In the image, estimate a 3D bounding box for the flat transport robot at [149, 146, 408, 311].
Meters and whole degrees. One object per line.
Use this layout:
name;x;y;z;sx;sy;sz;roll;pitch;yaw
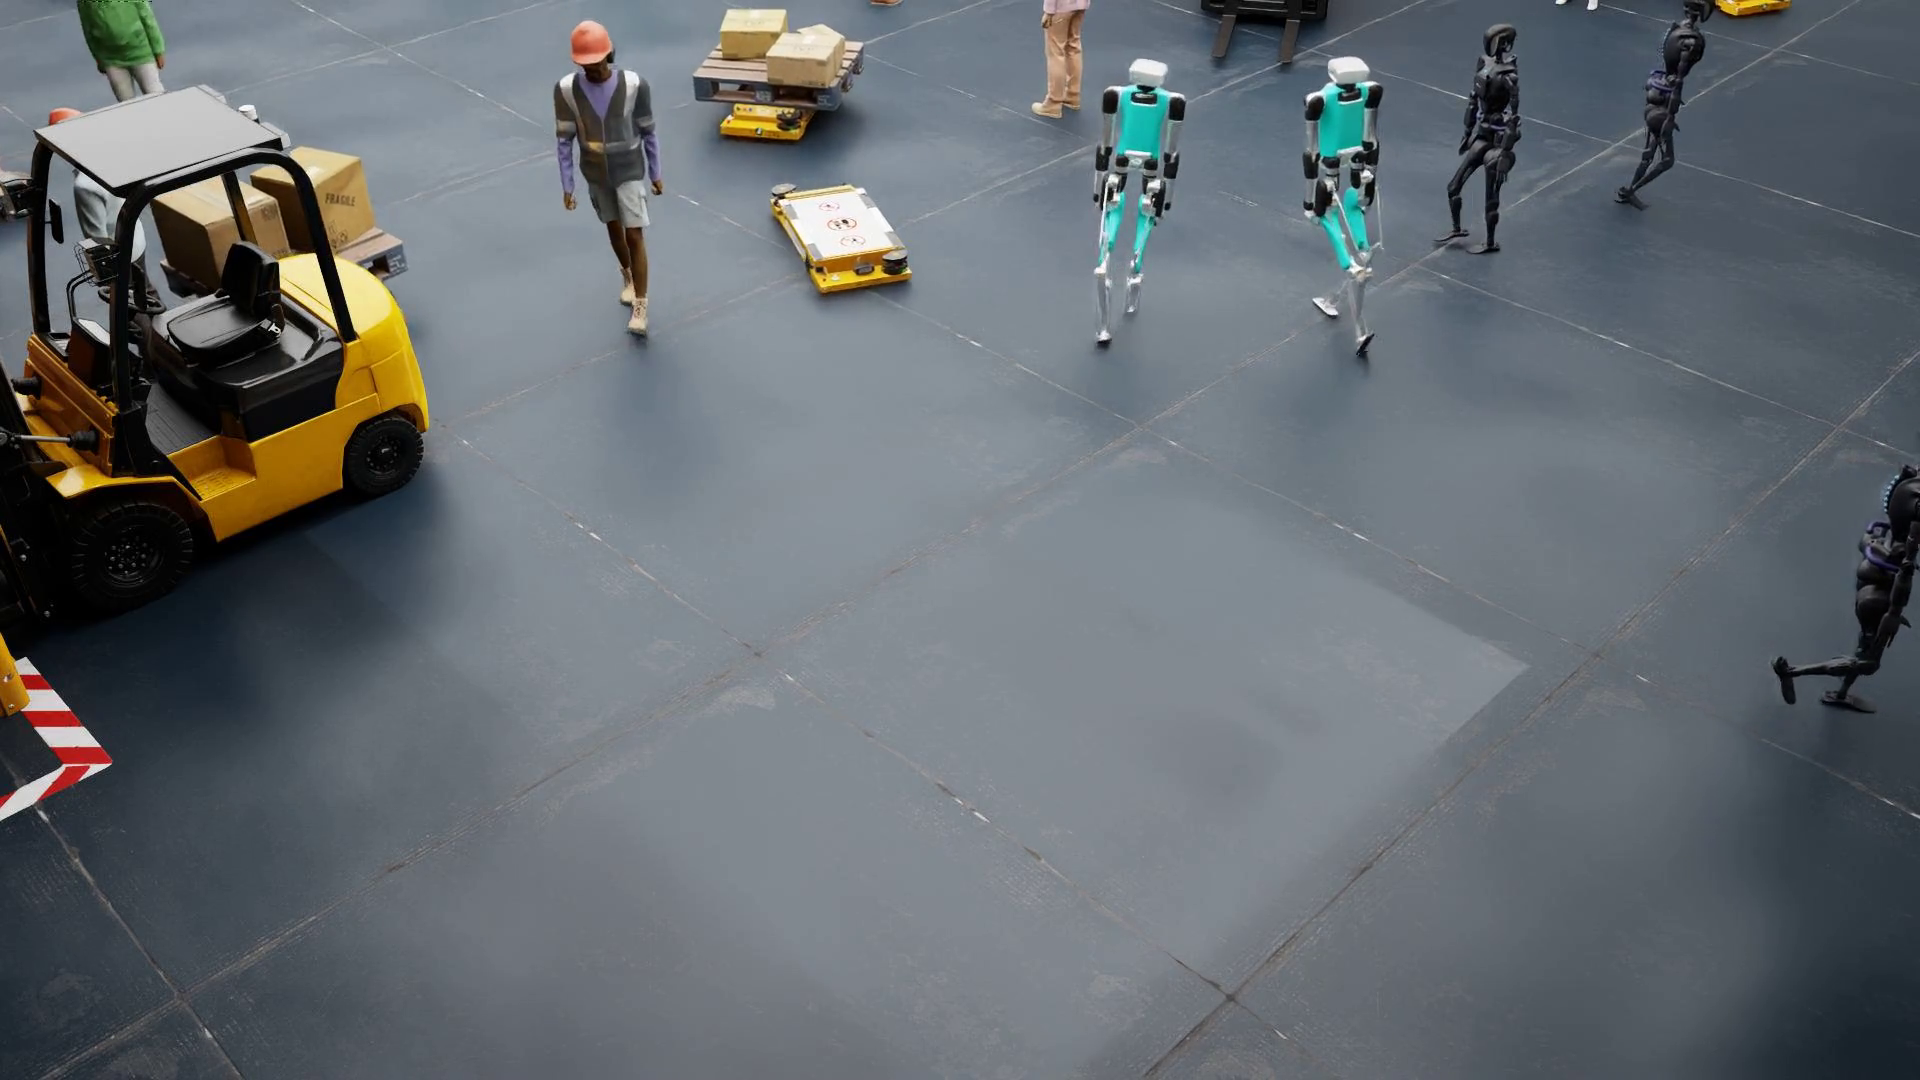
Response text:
flat transport robot;-4.480;-1.661;11.220;1.431;0.231;0.659;27;44;31

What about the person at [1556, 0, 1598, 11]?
person;6.021;-5.845;15.674;0.522;1.639;0.307;20;41;25

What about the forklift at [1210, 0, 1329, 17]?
forklift;3.106;-6.400;15.960;1.214;2.155;2.313;8;37;10

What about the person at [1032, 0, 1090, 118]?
person;0.880;-4.340;13.549;0.408;1.773;0.542;24;43;29

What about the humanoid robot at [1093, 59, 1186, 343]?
humanoid robot;1.069;-2.061;10.572;0.542;1.776;0.895;8;38;11

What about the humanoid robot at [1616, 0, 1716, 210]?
humanoid robot;5.125;-3.193;12.099;0.340;1.646;0.593;10;38;13

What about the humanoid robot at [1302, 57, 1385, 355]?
humanoid robot;2.539;-2.064;10.574;0.553;1.814;0.920;-13;39;-17

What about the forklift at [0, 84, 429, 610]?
forklift;-4.145;-1.093;8.856;2.313;2.155;1.214;-31;47;-34

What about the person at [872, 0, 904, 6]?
person;-0.707;-6.071;15.748;0.390;1.927;0.642;-7;37;-10

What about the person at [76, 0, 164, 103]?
person;-6.409;-3.775;12.803;0.542;1.768;0.536;-6;37;-8

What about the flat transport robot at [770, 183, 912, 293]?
flat transport robot;-0.875;-2.205;11.948;0.659;0.231;1.431;-12;38;-15

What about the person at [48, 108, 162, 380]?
person;-5.187;-1.803;10.179;0.352;1.742;0.572;-3;37;-5

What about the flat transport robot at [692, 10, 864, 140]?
flat transport robot;-1.499;-3.746;14.012;0.659;0.231;1.431;7;37;9

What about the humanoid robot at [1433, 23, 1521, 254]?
humanoid robot;3.674;-2.751;11.506;0.433;1.646;0.612;-9;38;-12

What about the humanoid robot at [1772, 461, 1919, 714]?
humanoid robot;4.202;0.136;7.646;0.482;1.646;0.587;15;39;20

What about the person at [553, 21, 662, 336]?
person;-2.247;-2.295;10.627;0.615;2.001;0.958;1;37;1

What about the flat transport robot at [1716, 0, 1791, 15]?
flat transport robot;7.404;-5.504;16.365;0.659;0.231;1.431;-14;39;-18
